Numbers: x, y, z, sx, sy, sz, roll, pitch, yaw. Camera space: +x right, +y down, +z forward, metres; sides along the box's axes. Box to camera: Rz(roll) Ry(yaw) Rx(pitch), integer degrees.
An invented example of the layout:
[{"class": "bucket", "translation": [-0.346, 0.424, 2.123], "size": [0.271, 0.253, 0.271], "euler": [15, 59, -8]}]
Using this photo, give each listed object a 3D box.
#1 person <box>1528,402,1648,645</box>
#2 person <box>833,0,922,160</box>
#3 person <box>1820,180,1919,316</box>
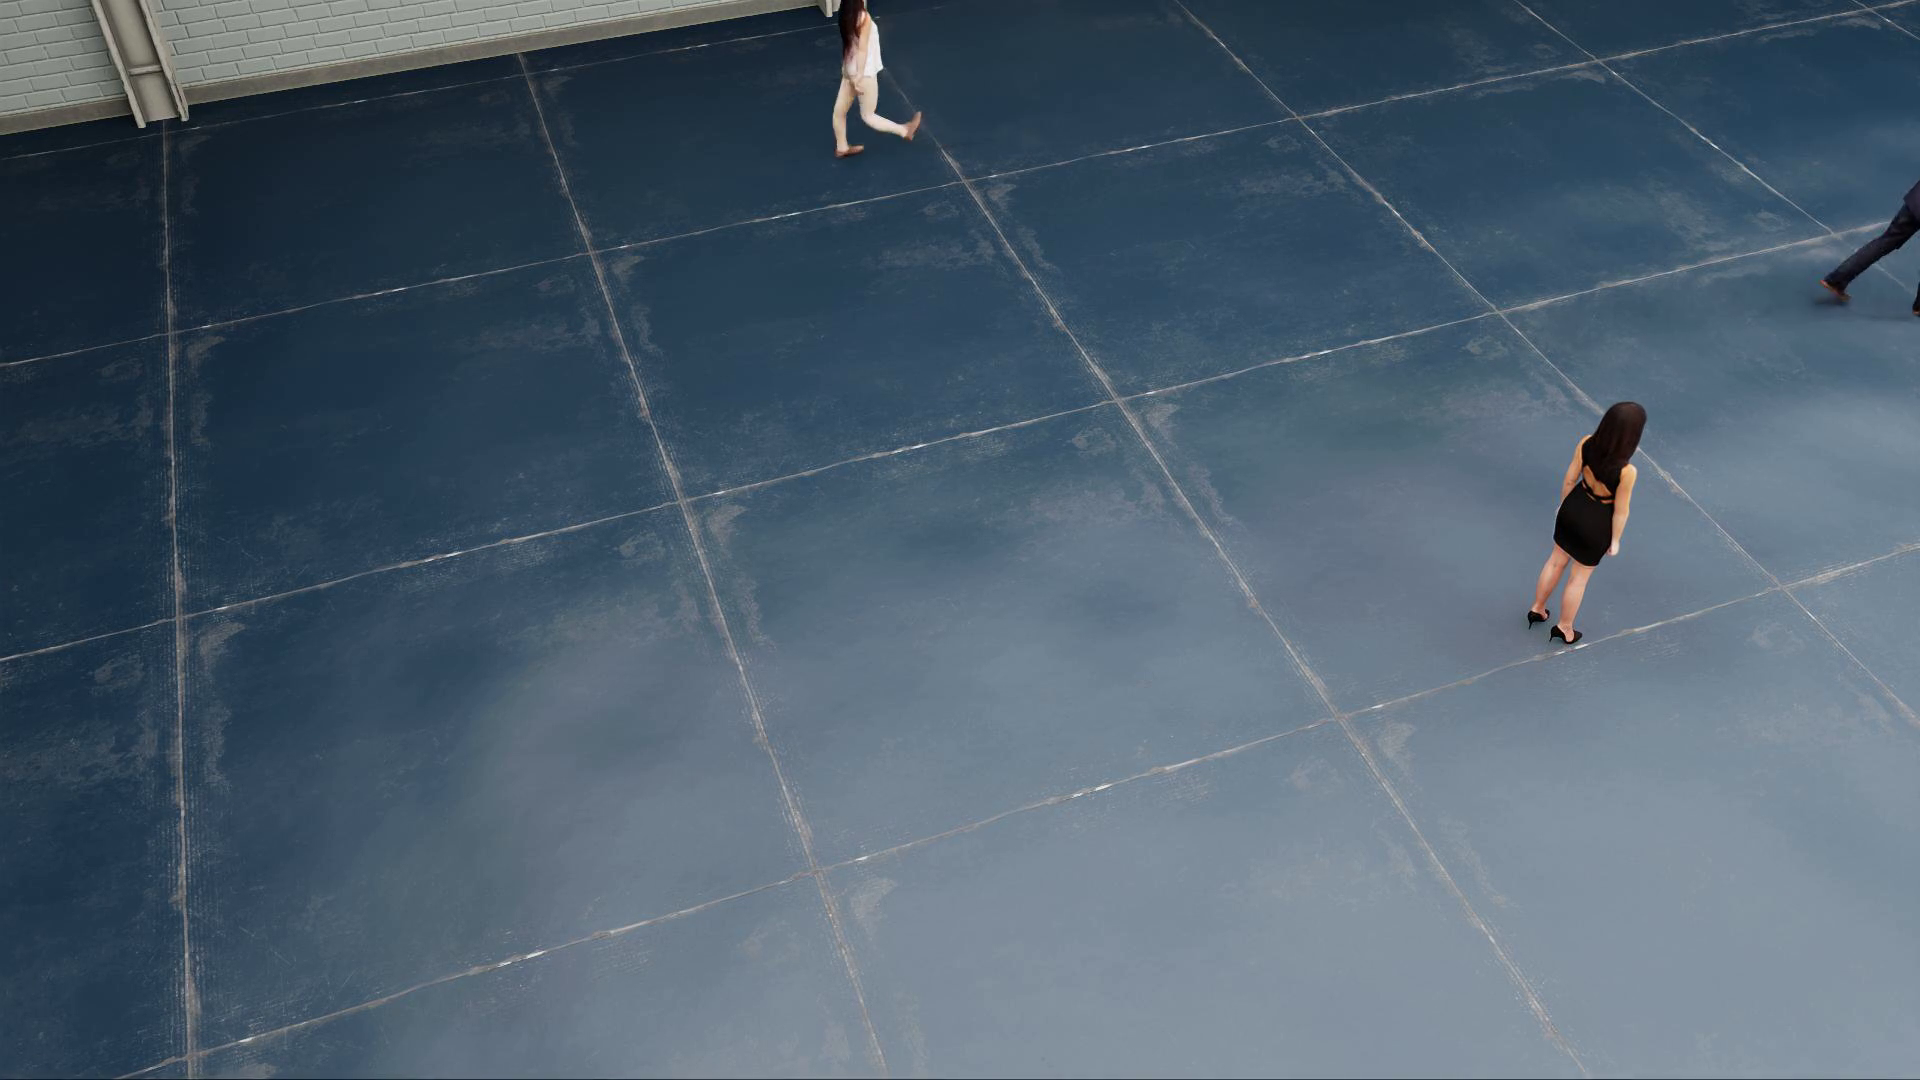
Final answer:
[{"class": "person", "translation": [3.421, -0.085, 9.098], "size": [0.546, 1.648, 0.613], "euler": [-23, 48, -22]}, {"class": "person", "translation": [-0.677, -3.706, 12.983], "size": [0.594, 1.638, 0.894], "euler": [-14, 45, -15]}, {"class": "person", "translation": [6.596, -2.321, 11.393], "size": [1.257, 1.784, 0.937], "euler": [0, 43, 0]}]
